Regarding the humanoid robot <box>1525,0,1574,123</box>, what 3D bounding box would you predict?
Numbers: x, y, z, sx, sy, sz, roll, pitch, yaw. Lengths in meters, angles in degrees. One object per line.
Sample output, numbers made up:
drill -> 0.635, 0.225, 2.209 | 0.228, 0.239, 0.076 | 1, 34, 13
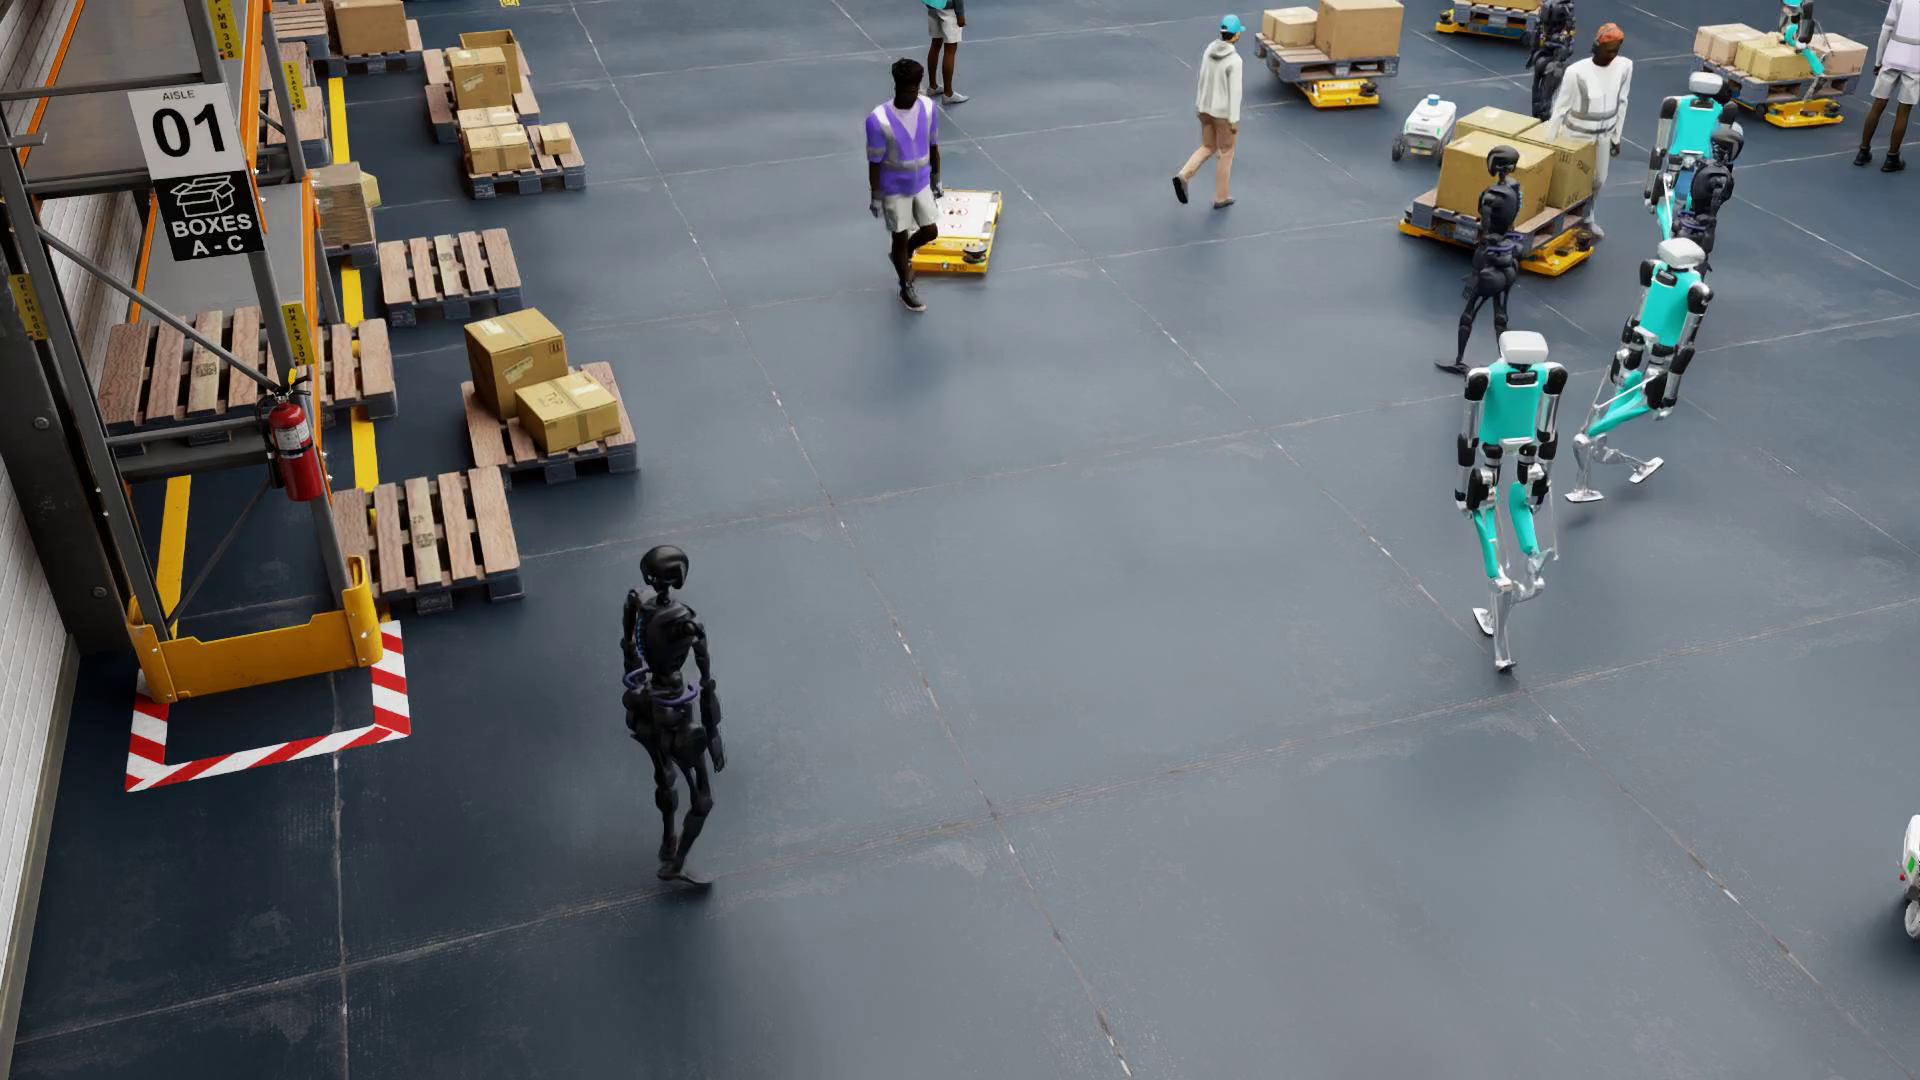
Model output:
humanoid robot -> 5.512, -4.503, 15.475 | 0.380, 1.641, 0.590 | -9, 34, -13

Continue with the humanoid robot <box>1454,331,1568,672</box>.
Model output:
humanoid robot -> 2.926, -0.110, 8.762 | 0.547, 1.861, 0.835 | -3, 33, -5

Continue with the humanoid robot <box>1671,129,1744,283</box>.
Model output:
humanoid robot -> 5.200, -2.108, 11.814 | 0.348, 1.661, 0.616 | 6, 34, 9

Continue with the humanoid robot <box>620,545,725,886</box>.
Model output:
humanoid robot -> -1.317, 0.786, 7.370 | 0.607, 1.646, 0.461 | 24, 40, 32

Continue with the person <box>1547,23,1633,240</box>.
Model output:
person -> 5.041, -3.247, 13.373 | 0.782, 1.870, 0.528 | -7, 34, -11

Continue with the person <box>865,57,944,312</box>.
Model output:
person -> -0.420, -2.661, 12.406 | 0.630, 1.939, 0.515 | -20, 38, -27

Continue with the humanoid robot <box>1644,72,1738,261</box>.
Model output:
humanoid robot -> 5.368, -2.470, 12.370 | 0.530, 1.840, 0.807 | 8, 34, 11

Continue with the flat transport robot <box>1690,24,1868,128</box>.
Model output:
flat transport robot -> 8.125, -4.472, 16.717 | 0.659, 0.231, 1.431 | -8, 34, -12

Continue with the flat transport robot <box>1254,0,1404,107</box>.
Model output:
flat transport robot -> 3.765, -4.804, 17.227 | 0.659, 0.231, 1.431 | -5, 33, -8

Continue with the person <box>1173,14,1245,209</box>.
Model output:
person -> 2.140, -3.606, 14.119 | 0.629, 1.644, 0.516 | -24, 40, -32

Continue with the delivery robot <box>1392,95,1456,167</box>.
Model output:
delivery robot -> 4.362, -3.840, 15.470 | 0.499, 0.576, 0.768 | 15, 36, 21

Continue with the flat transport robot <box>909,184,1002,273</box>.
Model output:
flat transport robot -> -0.038, -2.598, 13.843 | 0.659, 0.231, 1.431 | 4, 33, 5

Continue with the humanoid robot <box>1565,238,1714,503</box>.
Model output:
humanoid robot -> 3.990, -0.942, 9.952 | 1.014, 1.731, 0.544 | -11, 35, -16

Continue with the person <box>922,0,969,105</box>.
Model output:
person -> -0.147, -5.315, 16.494 | 0.454, 1.931, 0.554 | -19, 38, -27

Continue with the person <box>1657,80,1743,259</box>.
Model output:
person -> 5.550, -2.637, 12.593 | 0.539, 1.696, 0.317 | 0, 33, 0

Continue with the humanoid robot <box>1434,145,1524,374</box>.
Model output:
humanoid robot -> 3.693, -1.928, 11.535 | 0.536, 1.635, 0.589 | 22, 39, 30

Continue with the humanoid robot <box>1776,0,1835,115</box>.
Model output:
humanoid robot -> 8.201, -4.907, 16.037 | 0.746, 1.779, 0.556 | 0, 33, 0

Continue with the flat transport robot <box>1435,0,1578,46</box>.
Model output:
flat transport robot -> 6.177, -5.825, 18.792 | 1.431, 0.231, 0.659 | 17, 37, 24

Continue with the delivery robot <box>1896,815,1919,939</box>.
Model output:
delivery robot -> 4.511, 1.510, 7.272 | 0.732, 0.585, 0.514 | 16, 37, 24

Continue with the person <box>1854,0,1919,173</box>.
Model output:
person -> 8.481, -4.279, 14.895 | 0.377, 1.937, 0.545 | -26, 41, -34

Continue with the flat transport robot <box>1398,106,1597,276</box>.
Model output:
flat transport robot -> 4.431, -2.543, 13.759 | 1.431, 0.231, 0.659 | 27, 42, 35
